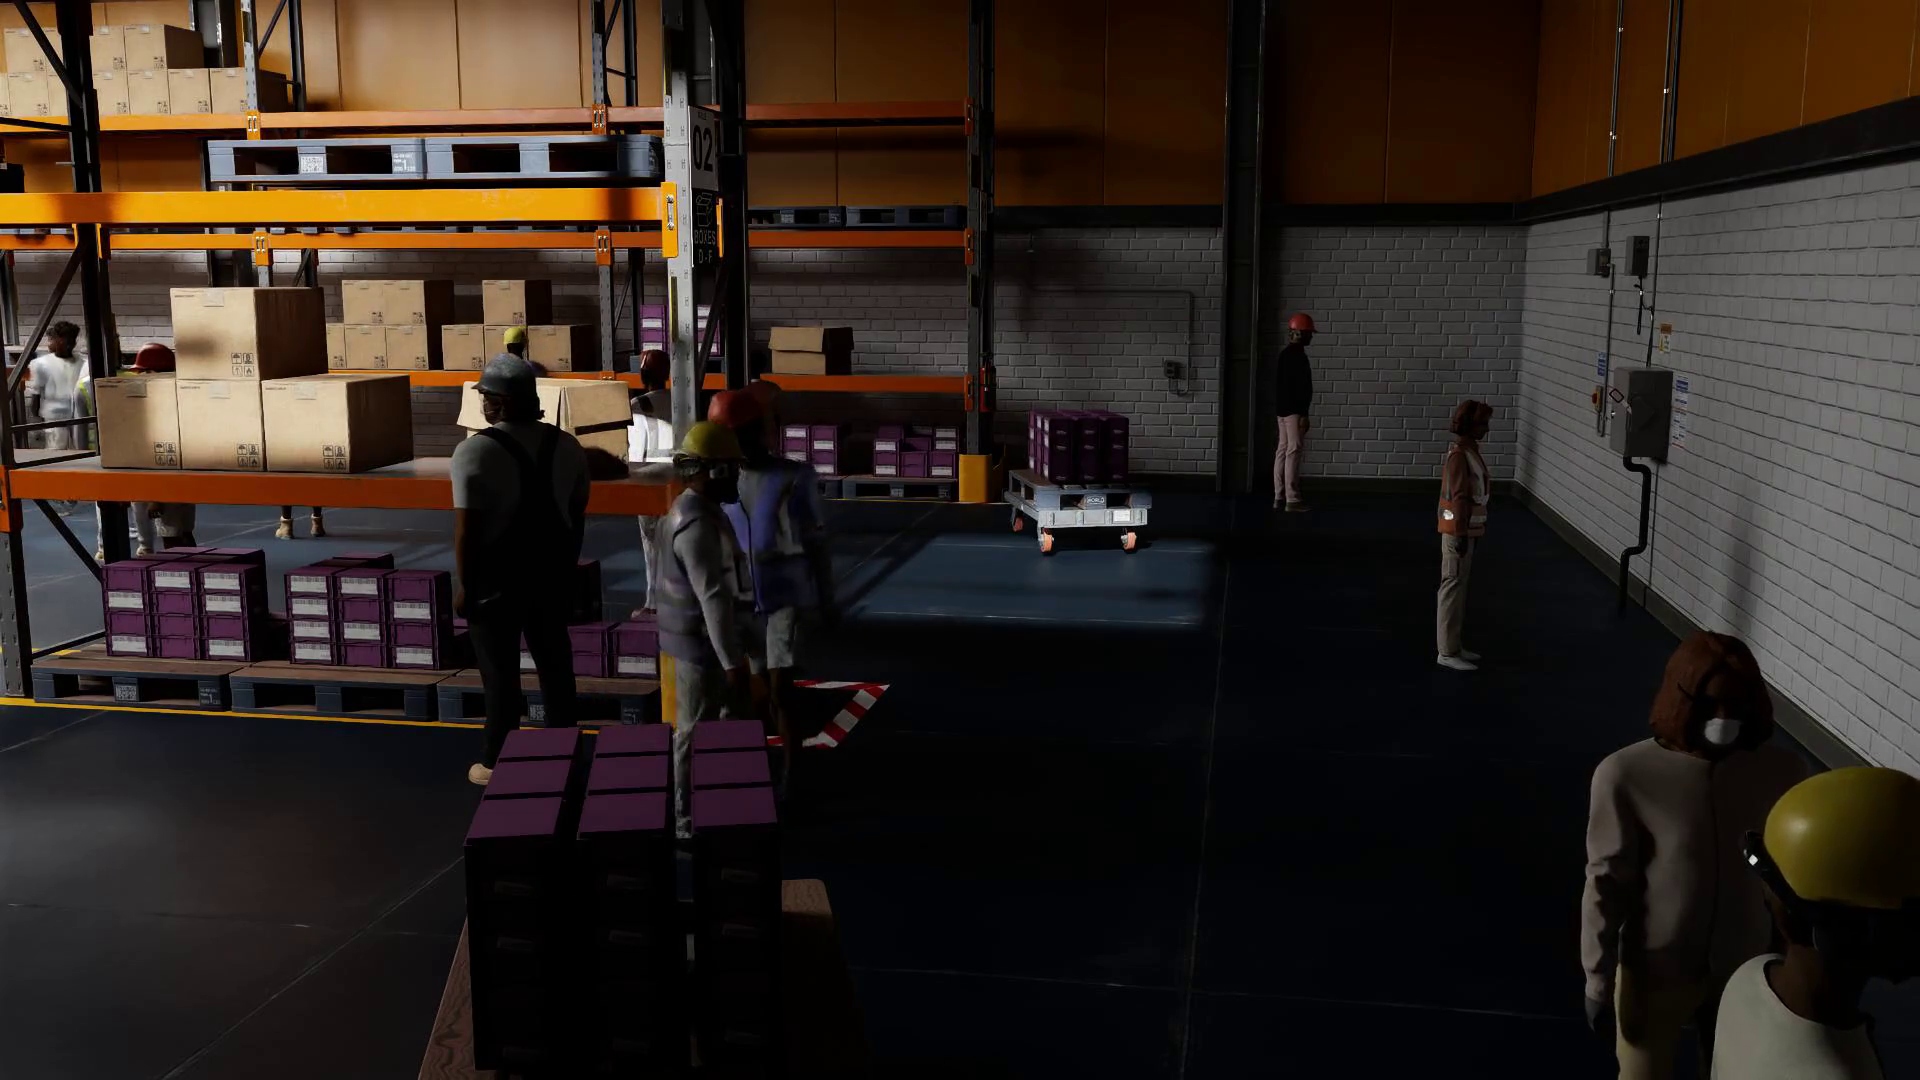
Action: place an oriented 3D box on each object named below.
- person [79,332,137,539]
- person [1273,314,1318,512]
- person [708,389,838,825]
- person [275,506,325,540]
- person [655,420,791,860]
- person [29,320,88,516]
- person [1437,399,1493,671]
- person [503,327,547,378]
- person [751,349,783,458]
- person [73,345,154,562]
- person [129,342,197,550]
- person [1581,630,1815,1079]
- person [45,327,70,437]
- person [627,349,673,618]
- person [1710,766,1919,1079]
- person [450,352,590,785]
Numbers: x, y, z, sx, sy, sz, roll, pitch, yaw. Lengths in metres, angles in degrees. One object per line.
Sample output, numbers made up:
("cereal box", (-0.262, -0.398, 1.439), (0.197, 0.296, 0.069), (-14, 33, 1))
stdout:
("person", (-7.695, -0.955, 15.059), (0.399, 1.902, 0.671), (-3, 10, -19))
("person", (3.391, -1.284, 16.809), (0.391, 1.989, 0.610), (-1, 9, -9))
("person", (-0.890, 0.295, 7.315), (0.593, 1.892, 0.750), (4, 10, 22))
("person", (-6.031, -1.025, 15.038), (0.608, 2.044, 0.378), (-6, 11, -32))
("person", (-0.972, 0.426, 6.767), (0.517, 1.807, 0.671), (-1, 9, -3))
("person", (-8.859, -1.207, 16.490), (0.557, 1.936, 0.716), (9, 13, 43))
("person", (3.067, -0.036, 10.152), (0.309, 1.640, 0.513), (4, 10, 22))
("person", (-4.317, -1.153, 16.345), (0.602, 1.882, 0.960), (-5, 10, -28))
("person", (-1.882, -0.912, 15.402), (0.539, 1.695, 0.319), (-7, 11, -36))
("person", (-7.045, -0.733, 13.888), (0.631, 1.835, 0.429), (-8, 12, -42))
("person", (-5.356, -0.360, 11.234), (0.362, 1.939, 0.542), (-1, 9, -7))
("person", (1.669, 0.998, 3.790), (0.510, 1.622, 0.287), (0, 9, 2))
("person", (-9.650, -1.377, 17.912), (0.968, 1.810, 0.513), (-4, 10, -23))
("person", (-2.070, -0.370, 11.463), (0.344, 1.883, 0.585), (7, 12, 38))
("person", (1.154, 1.167, 2.294), (0.328, 1.769, 0.526), (2, 9, 13))
("person", (-2.114, 0.135, 7.847), (0.539, 2.000, 0.688), (9, 13, 43))
